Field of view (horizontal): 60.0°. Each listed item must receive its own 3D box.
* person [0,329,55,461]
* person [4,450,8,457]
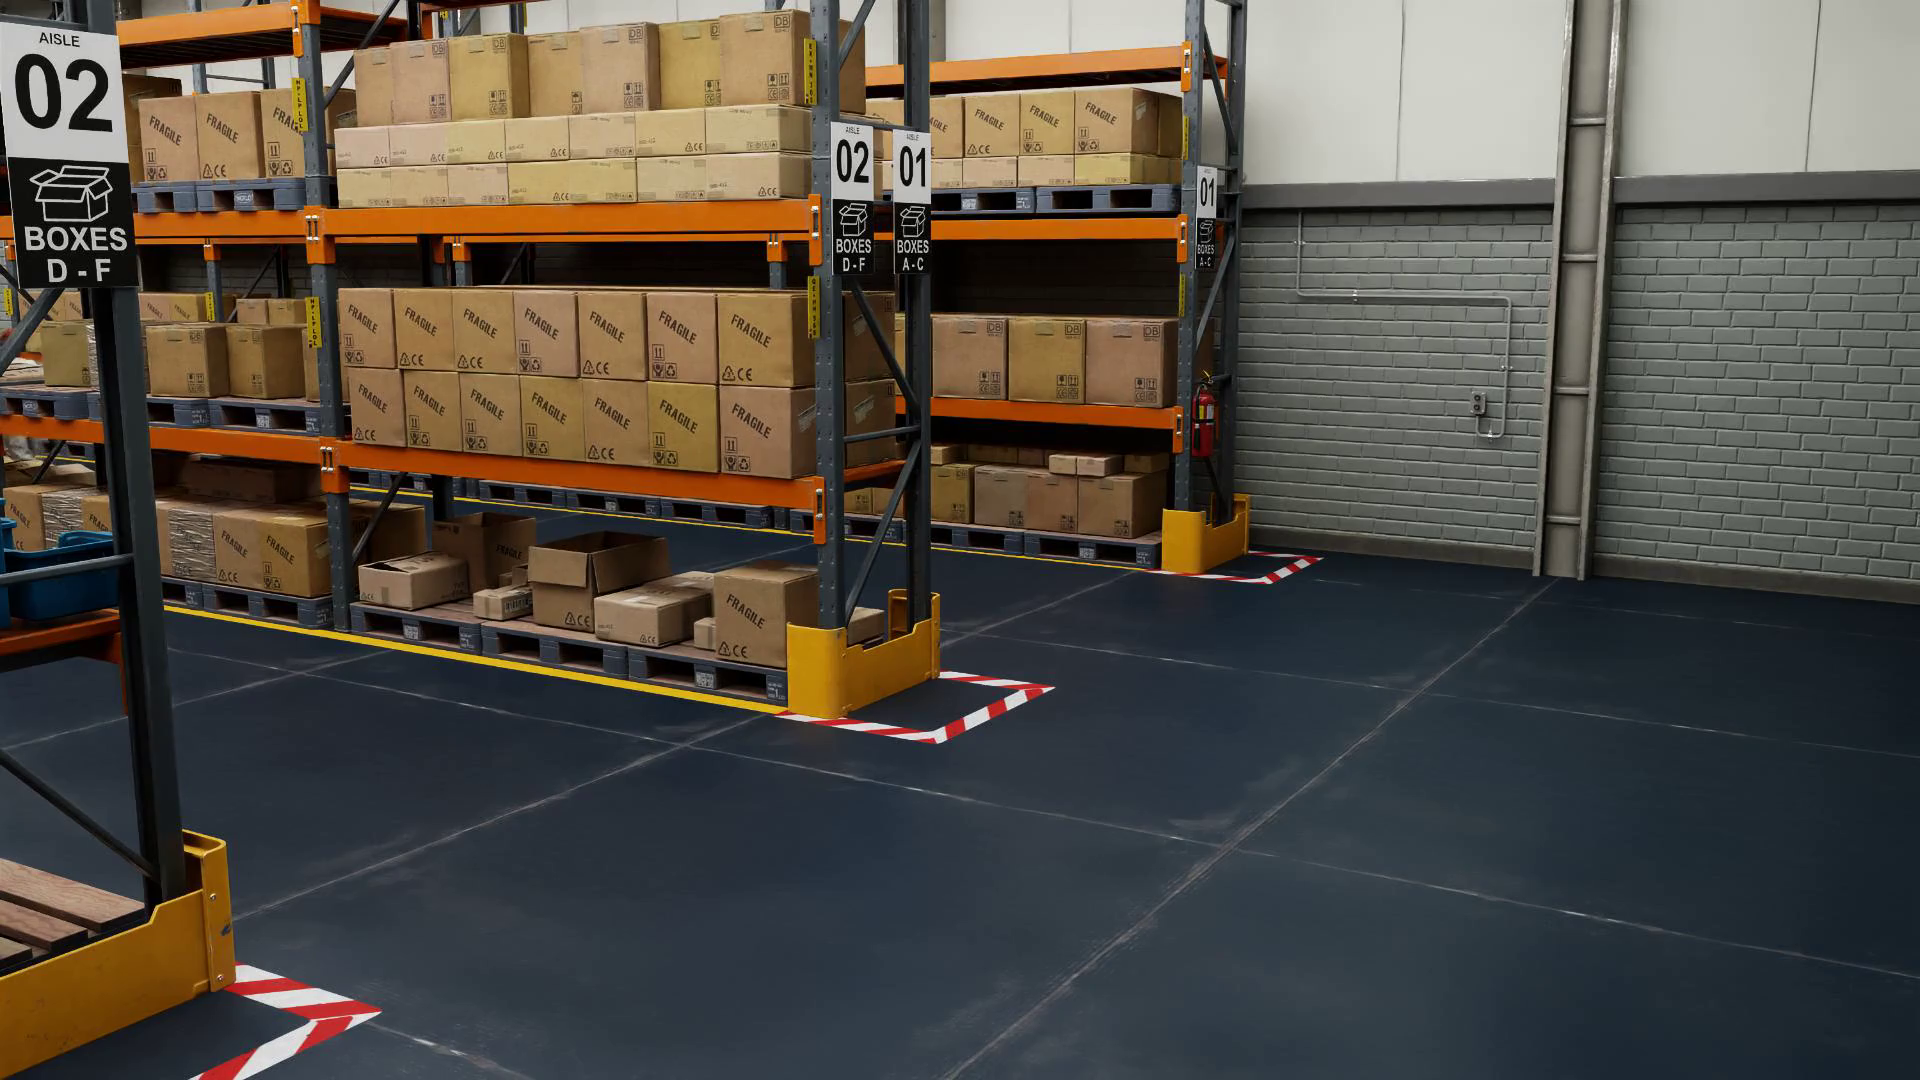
[{"bbox_3d":[-8.907,-1.054,15.652,0.933,1.840,0.589,6,11,32],"label":"person"},{"bbox_3d":[-11.691,-1.659,19.884,0.375,1.607,0.570,1,10,3],"label":"person"}]
